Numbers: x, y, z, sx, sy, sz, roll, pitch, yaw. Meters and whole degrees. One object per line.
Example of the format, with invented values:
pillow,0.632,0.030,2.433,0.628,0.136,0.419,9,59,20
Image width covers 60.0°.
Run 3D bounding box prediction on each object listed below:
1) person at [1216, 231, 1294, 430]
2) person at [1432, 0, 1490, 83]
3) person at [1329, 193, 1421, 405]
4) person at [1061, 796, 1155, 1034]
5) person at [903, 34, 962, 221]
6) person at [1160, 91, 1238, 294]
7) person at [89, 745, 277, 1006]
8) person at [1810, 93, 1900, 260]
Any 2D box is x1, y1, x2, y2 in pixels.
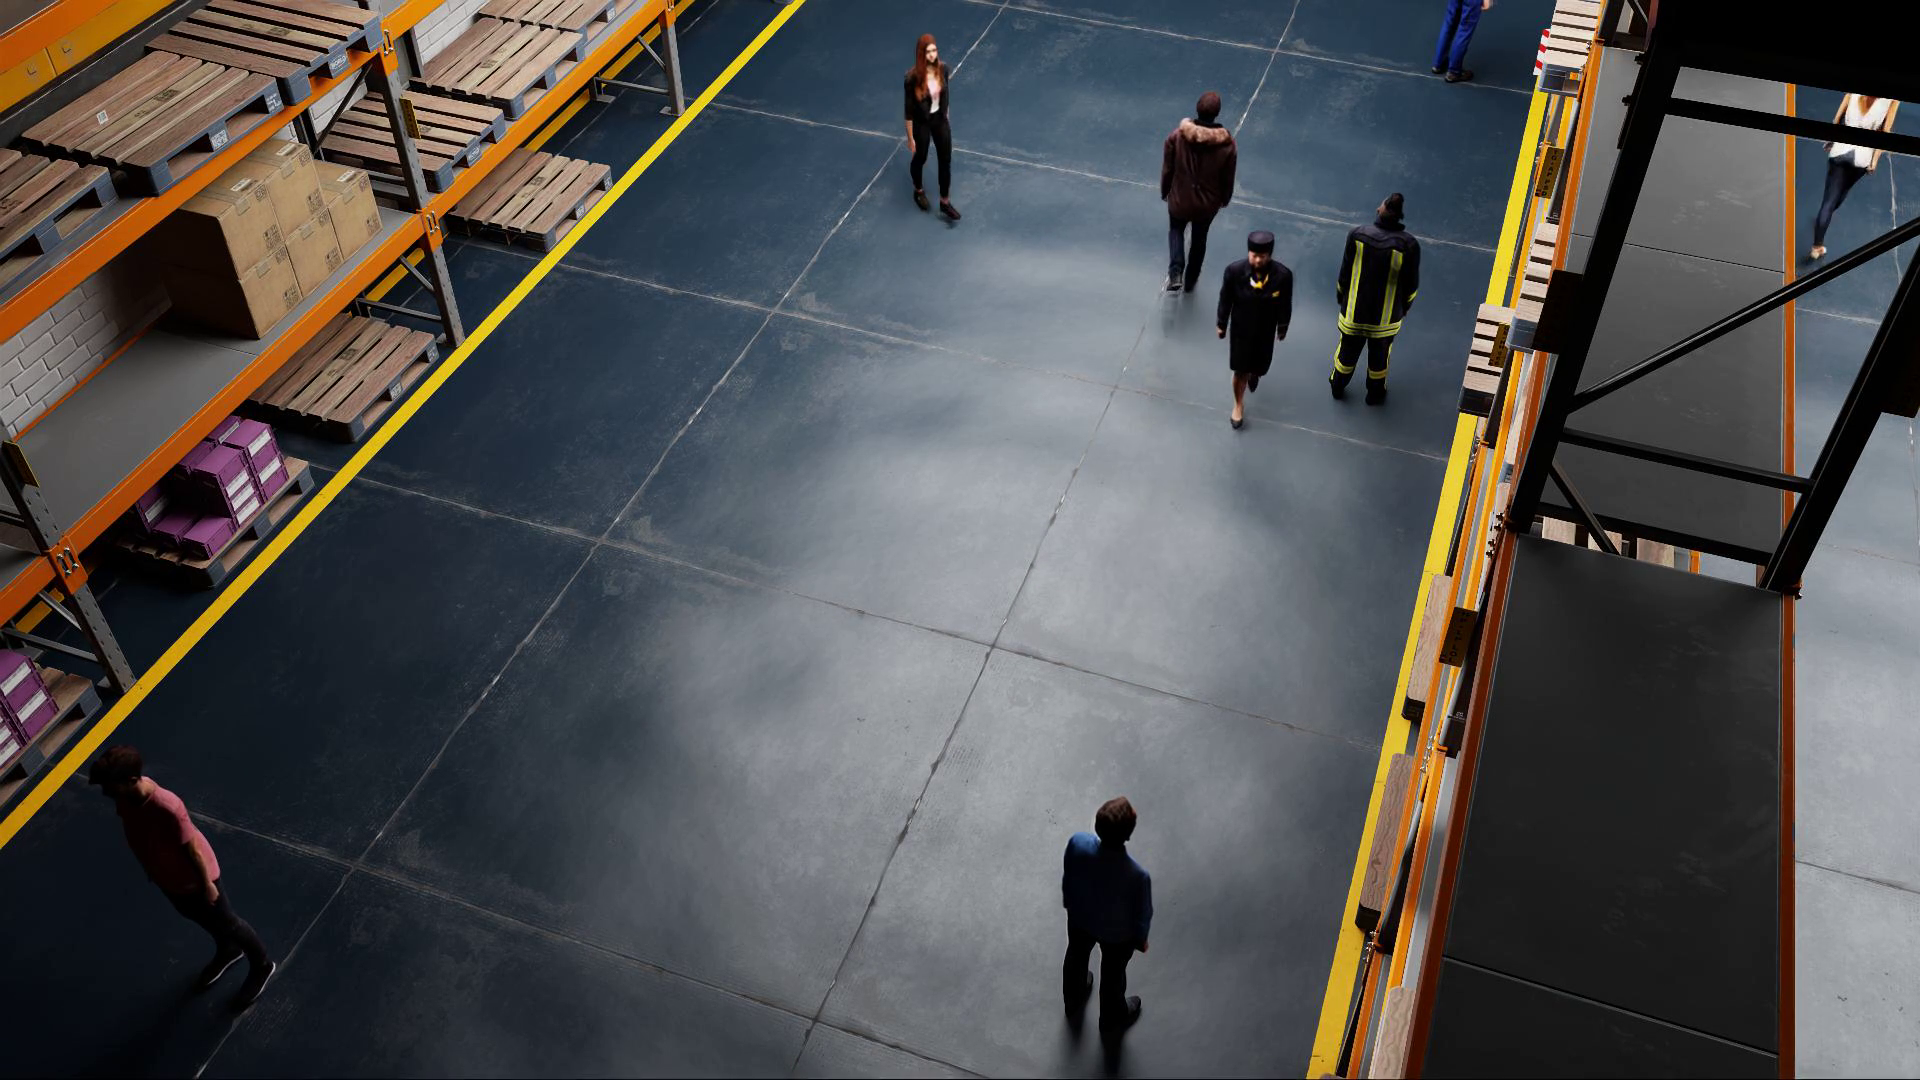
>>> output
person,2.213,-1.621,12.509,0.757,1.660,0.826,8,44,9
person,5.009,-5.439,16.357,0.828,1.879,0.785,-22,48,-21
person,3.134,-1.843,12.596,0.733,1.861,0.653,14,45,15
person,0.747,1.948,8.648,0.722,1.818,0.661,26,49,25
person,-0.323,-3.700,14.665,0.904,1.694,0.957,-20,47,-19
person,1.905,-2.759,13.578,0.810,1.832,0.846,8,44,8
person,-4.082,1.724,8.781,0.642,1.957,0.572,18,46,18
person,7.554,-3.185,14.107,0.718,1.718,1.160,25,49,24
